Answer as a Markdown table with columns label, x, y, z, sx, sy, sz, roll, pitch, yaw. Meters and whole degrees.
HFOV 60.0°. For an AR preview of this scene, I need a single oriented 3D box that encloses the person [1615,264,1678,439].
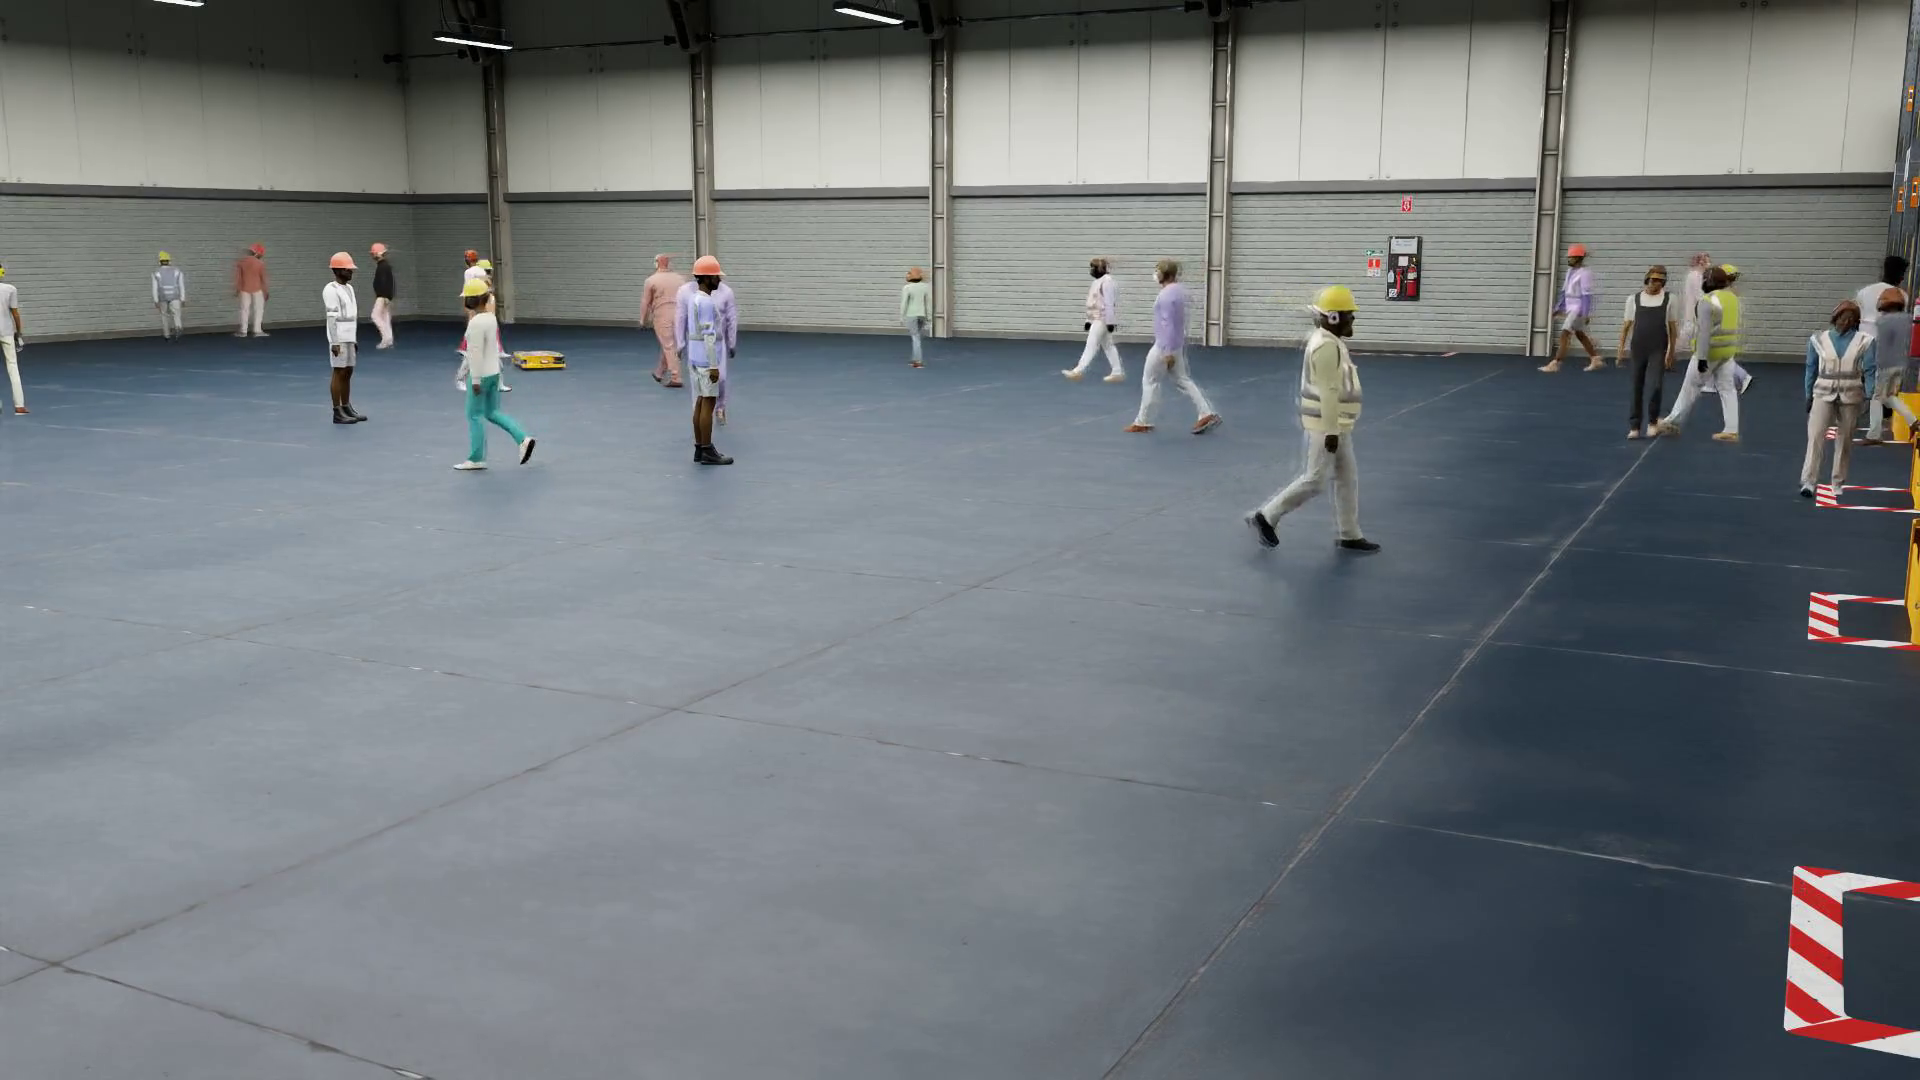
| label | x | y | z | sx | sy | sz | roll | pitch | yaw |
| --- | --- | --- | --- | --- | --- | --- | --- | --- | --- |
| person | 7.139 | -1.947 | 17.336 | 0.553 | 1.827 | 0.405 | 6 | 12 | 30 |

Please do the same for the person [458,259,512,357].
| label | x | y | z | sx | sy | sz | roll | pitch | yaw |
| --- | --- | --- | --- | --- | --- | --- | --- | --- | --- |
| person | -8.354 | -4.033 | 29.004 | 0.902 | 1.718 | 0.521 | 1 | 10 | 5 |

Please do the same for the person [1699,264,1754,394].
| label | x | y | z | sx | sy | sz | roll | pitch | yaw |
| --- | --- | --- | --- | --- | --- | --- | --- | --- | --- |
| person | 10.264 | -2.807 | 22.223 | 0.723 | 1.744 | 0.524 | 8 | 13 | 38 |

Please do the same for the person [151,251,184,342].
| label | x | y | z | sx | sy | sz | roll | pitch | yaw |
| --- | --- | --- | --- | --- | --- | --- | --- | --- | --- |
| person | -15.764 | -4.837 | 33.123 | 0.602 | 1.817 | 0.676 | -7 | 12 | -32 |

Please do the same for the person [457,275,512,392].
| label | x | y | z | sx | sy | sz | roll | pitch | yaw |
| --- | --- | --- | --- | --- | --- | --- | --- | --- | --- |
| person | -6.555 | -2.815 | 22.675 | 0.804 | 1.604 | 0.537 | 6 | 12 | 28 |

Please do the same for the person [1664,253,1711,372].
| label | x | y | z | sx | sy | sz | roll | pitch | yaw |
| --- | --- | --- | --- | --- | --- | --- | --- | --- | --- |
| person | 11.422 | -3.516 | 25.839 | 1.006 | 1.868 | 0.653 | 4 | 11 | 22 |

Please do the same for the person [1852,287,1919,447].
| label | x | y | z | sx | sy | sz | roll | pitch | yaw |
| --- | --- | --- | --- | --- | --- | --- | --- | --- | --- |
| person | 9.387 | -1.726 | 16.699 | 0.542 | 1.609 | 0.517 | -6 | 12 | -31 |

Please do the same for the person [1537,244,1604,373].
| label | x | y | z | sx | sy | sz | roll | pitch | yaw |
| --- | --- | --- | --- | --- | --- | --- | --- | --- | --- |
| person | 9.572 | -3.574 | 25.787 | 1.062 | 2.001 | 0.629 | 0 | 10 | 0 |

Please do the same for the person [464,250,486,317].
| label | x | y | z | sx | sy | sz | roll | pitch | yaw |
| --- | --- | --- | --- | --- | --- | --- | --- | --- | --- |
| person | -8.180 | -3.946 | 28.082 | 0.361 | 1.882 | 0.575 | 2 | 11 | 12 |

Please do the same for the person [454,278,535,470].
| label | x | y | z | sx | sy | sz | roll | pitch | yaw |
| --- | --- | --- | --- | --- | --- | --- | --- | --- | --- |
| person | -4.270 | -1.499 | 15.074 | 0.645 | 1.747 | 0.535 | 1 | 10 | 5 |

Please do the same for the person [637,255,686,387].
| label | x | y | z | sx | sy | sz | roll | pitch | yaw |
| --- | --- | --- | --- | --- | --- | --- | --- | --- | --- |
| person | -4.228 | -3.104 | 23.571 | 0.660 | 1.841 | 1.033 | -10 | 14 | -42 |

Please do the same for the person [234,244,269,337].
| label | x | y | z | sx | sy | sz | roll | pitch | yaw |
| --- | --- | --- | --- | --- | --- | --- | --- | --- | --- |
| person | -14.964 | -5.251 | 35.050 | 0.791 | 1.949 | 0.422 | 1 | 10 | 5 |

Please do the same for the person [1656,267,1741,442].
| label | x | y | z | sx | sy | sz | roll | pitch | yaw |
| --- | --- | --- | --- | --- | --- | --- | --- | --- | --- |
| person | 7.774 | -1.941 | 17.383 | 0.656 | 1.791 | 0.965 | -6 | 12 | -30 |

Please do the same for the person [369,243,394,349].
| label | x | y | z | sx | sy | sz | roll | pitch | yaw |
| --- | --- | --- | --- | --- | --- | --- | --- | --- | --- |
| person | -10.867 | -4.560 | 31.159 | 0.495 | 1.977 | 0.661 | -4 | 11 | -22 |

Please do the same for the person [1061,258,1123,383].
| label | x | y | z | sx | sy | sz | roll | pitch | yaw |
| --- | --- | --- | --- | --- | --- | --- | --- | --- | --- |
| person | 1.947 | -3.173 | 24.106 | 0.964 | 1.788 | 0.658 | -1 | 10 | -6 |

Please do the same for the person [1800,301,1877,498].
| label | x | y | z | sx | sy | sz | roll | pitch | yaw |
| --- | --- | --- | --- | --- | --- | --- | --- | --- | --- |
| person | 7.092 | -1.119 | 13.438 | 0.511 | 1.598 | 0.817 | 6 | 12 | 28 |

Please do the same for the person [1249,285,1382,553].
| label | x | y | z | sx | sy | sz | roll | pitch | yaw |
| --- | --- | --- | --- | --- | --- | --- | --- | --- | --- |
| person | 2.410 | -0.800 | 11.135 | 0.818 | 1.809 | 0.596 | 3 | 11 | 17 |

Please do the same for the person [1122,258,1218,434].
| label | x | y | z | sx | sy | sz | roll | pitch | yaw |
| --- | --- | --- | --- | --- | --- | --- | --- | --- | --- |
| person | 2.281 | -2.060 | 17.784 | 1.007 | 1.906 | 0.637 | 4 | 11 | 21 |

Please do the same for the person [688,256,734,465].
| label | x | y | z | sx | sy | sz | roll | pitch | yaw |
| --- | --- | --- | --- | --- | --- | --- | --- | --- | --- |
| person | -2.345 | -1.670 | 15.522 | 0.356 | 1.939 | 0.543 | -4 | 11 | -21 |

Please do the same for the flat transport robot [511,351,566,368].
| label | x | y | z | sx | sy | sz | roll | pitch | yaw |
| --- | --- | --- | --- | --- | --- | --- | --- | --- | --- |
| flat transport robot | -6.824 | -2.921 | 26.889 | 0.652 | 0.197 | 1.431 | -4 | 11 | -22 |

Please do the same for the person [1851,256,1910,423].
| label | x | y | z | sx | sy | sz | roll | pitch | yaw |
| --- | --- | --- | --- | --- | --- | --- | --- | --- | --- |
| person | 10.339 | -2.231 | 18.682 | 1.031 | 1.894 | 0.632 | -4 | 11 | -18 |

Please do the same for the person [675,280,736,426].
| label | x | y | z | sx | sy | sz | roll | pitch | yaw |
| --- | --- | --- | --- | --- | --- | --- | --- | --- | --- |
| person | -2.819 | -2.188 | 18.484 | 0.664 | 1.888 | 0.462 | -1 | 10 | -8 |

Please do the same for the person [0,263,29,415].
| label | x | y | z | sx | sy | sz | roll | pitch | yaw |
| --- | --- | --- | --- | --- | --- | --- | --- | --- | --- |
| person | -11.405 | -2.406 | 19.719 | 0.520 | 1.873 | 0.335 | -4 | 11 | -21 |

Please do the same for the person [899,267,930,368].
| label | x | y | z | sx | sy | sz | roll | pitch | yaw |
| --- | --- | --- | --- | --- | --- | --- | --- | --- | --- |
| person | -0.789 | -3.605 | 26.932 | 0.523 | 1.608 | 0.669 | -9 | 13 | -39 |

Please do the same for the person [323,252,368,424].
| label | x | y | z | sx | sy | sz | roll | pitch | yaw |
| --- | --- | --- | --- | --- | --- | --- | --- | --- | --- |
| person | -6.994 | -2.296 | 18.930 | 0.377 | 1.938 | 0.547 | 1 | 10 | 5 |
